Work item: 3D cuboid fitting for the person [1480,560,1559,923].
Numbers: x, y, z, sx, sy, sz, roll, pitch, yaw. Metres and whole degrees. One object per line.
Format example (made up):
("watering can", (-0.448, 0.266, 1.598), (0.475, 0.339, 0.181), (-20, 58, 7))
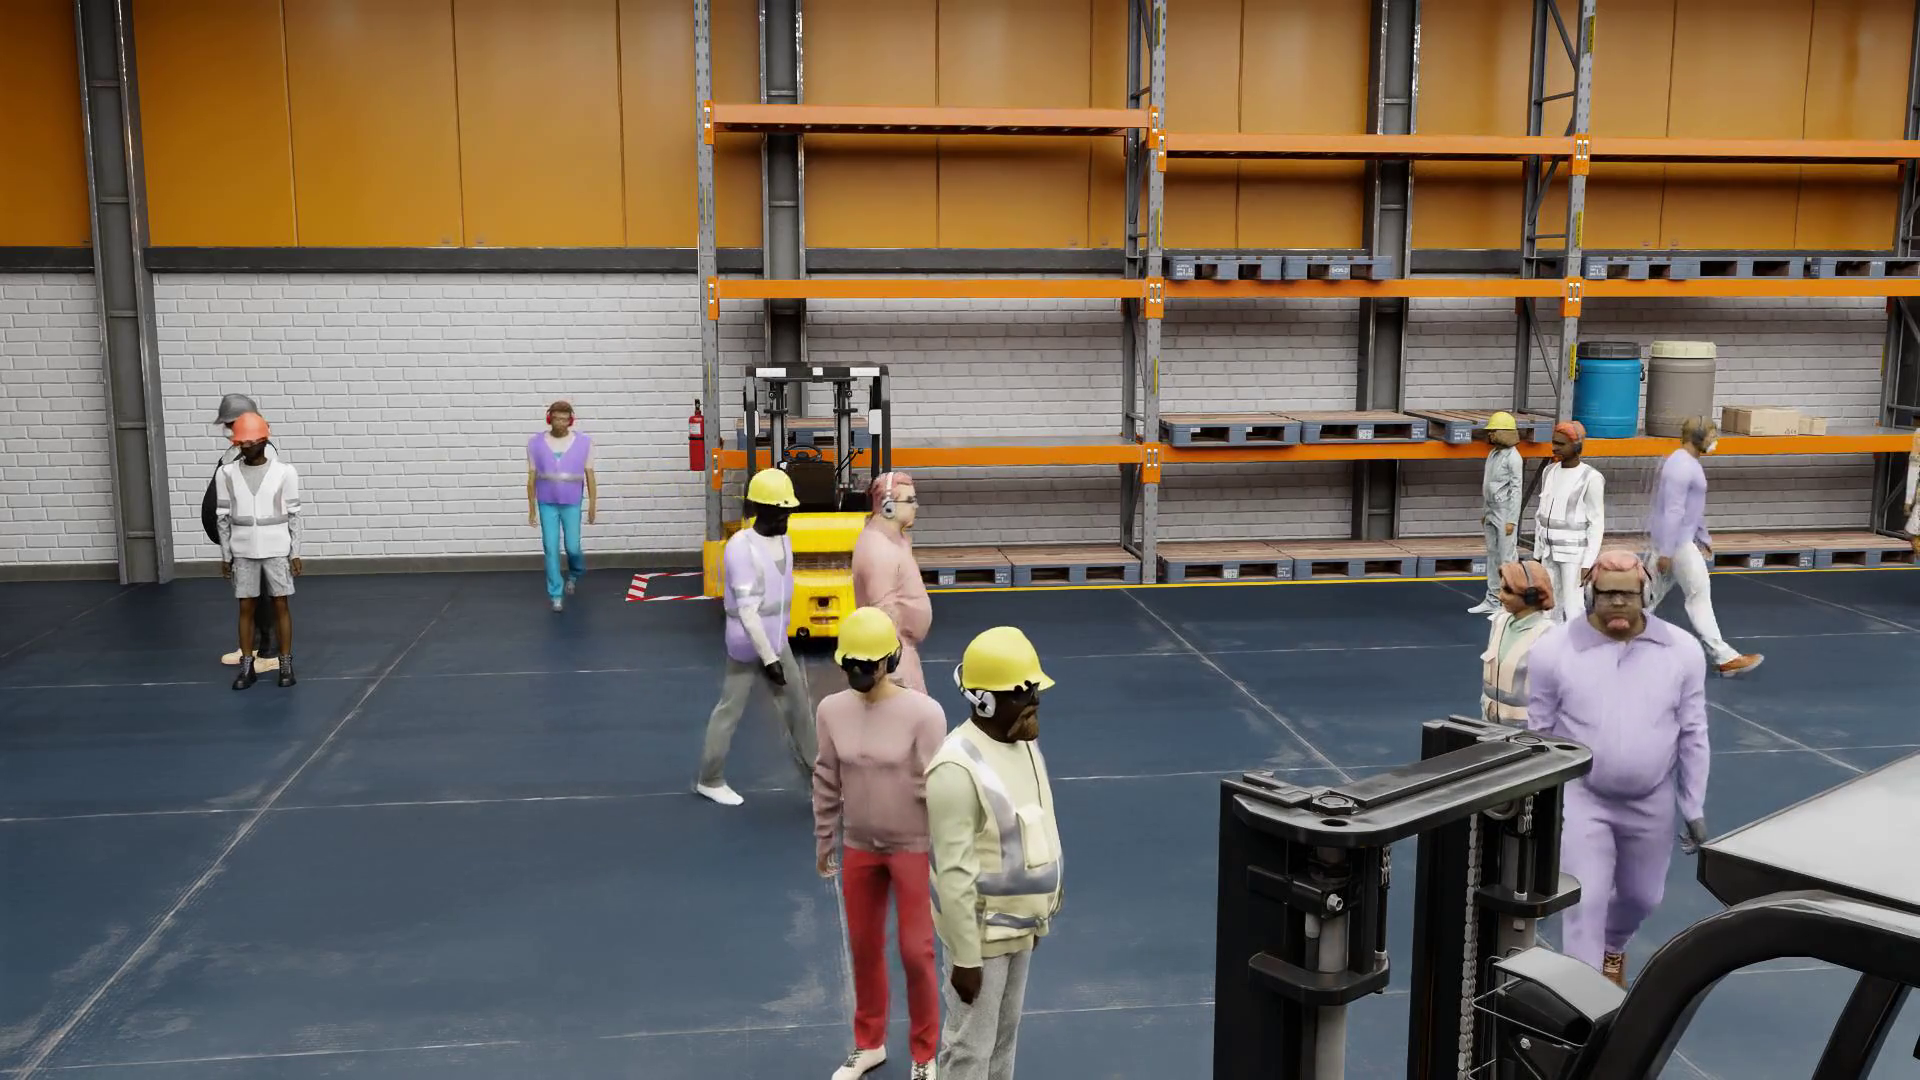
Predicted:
("person", (2.492, 0.893, 7.404), (0.312, 1.638, 0.512), (-3, 10, -18))

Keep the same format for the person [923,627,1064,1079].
("person", (0.116, 1.165, 5.094), (0.404, 1.835, 0.587), (4, 10, 23))

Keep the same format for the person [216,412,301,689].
("person", (-4.864, 0.076, 11.568), (0.547, 1.937, 0.379), (-2, 9, -13))

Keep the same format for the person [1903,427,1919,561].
("person", (8.486, -0.365, 14.368), (0.563, 1.921, 0.546), (2, 9, 12))

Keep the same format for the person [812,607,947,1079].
("person", (-0.271, 1.088, 5.811), (0.584, 1.754, 0.369), (4, 10, 24))

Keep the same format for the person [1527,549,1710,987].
("person", (2.457, 0.949, 6.286), (0.640, 1.881, 0.860), (1, 9, 9))

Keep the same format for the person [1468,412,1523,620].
("person", (4.501, -0.201, 13.903), (0.306, 1.744, 0.483), (-1, 9, -9))

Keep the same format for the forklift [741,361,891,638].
("forklift", (-1.154, -0.340, 13.365), (1.214, 2.155, 2.313), (-1, 9, -7))

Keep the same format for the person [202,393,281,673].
("person", (-5.207, -0.058, 12.086), (0.538, 2.000, 0.682), (-8, 12, -40))

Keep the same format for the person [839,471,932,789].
("person", (-0.360, 0.582, 8.550), (0.472, 1.891, 0.677), (0, 9, -2))

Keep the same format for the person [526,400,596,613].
("person", (-3.430, -0.307, 14.332), (0.572, 1.819, 0.528), (-2, 9, -9))

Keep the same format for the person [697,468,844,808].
("person", (-1.018, 0.546, 8.849), (1.034, 1.862, 0.591), (5, 10, 28))

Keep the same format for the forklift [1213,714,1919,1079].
("forklift", (1.441, 1.425, 2.350), (1.214, 2.155, 2.313), (-7, 12, -39))

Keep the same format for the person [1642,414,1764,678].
("person", (5.270, 0.038, 11.976), (1.019, 1.879, 0.646), (3, 10, 20))

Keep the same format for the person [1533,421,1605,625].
("person", (4.166, 0.116, 11.480), (0.343, 1.883, 0.585), (-3, 10, -20))
